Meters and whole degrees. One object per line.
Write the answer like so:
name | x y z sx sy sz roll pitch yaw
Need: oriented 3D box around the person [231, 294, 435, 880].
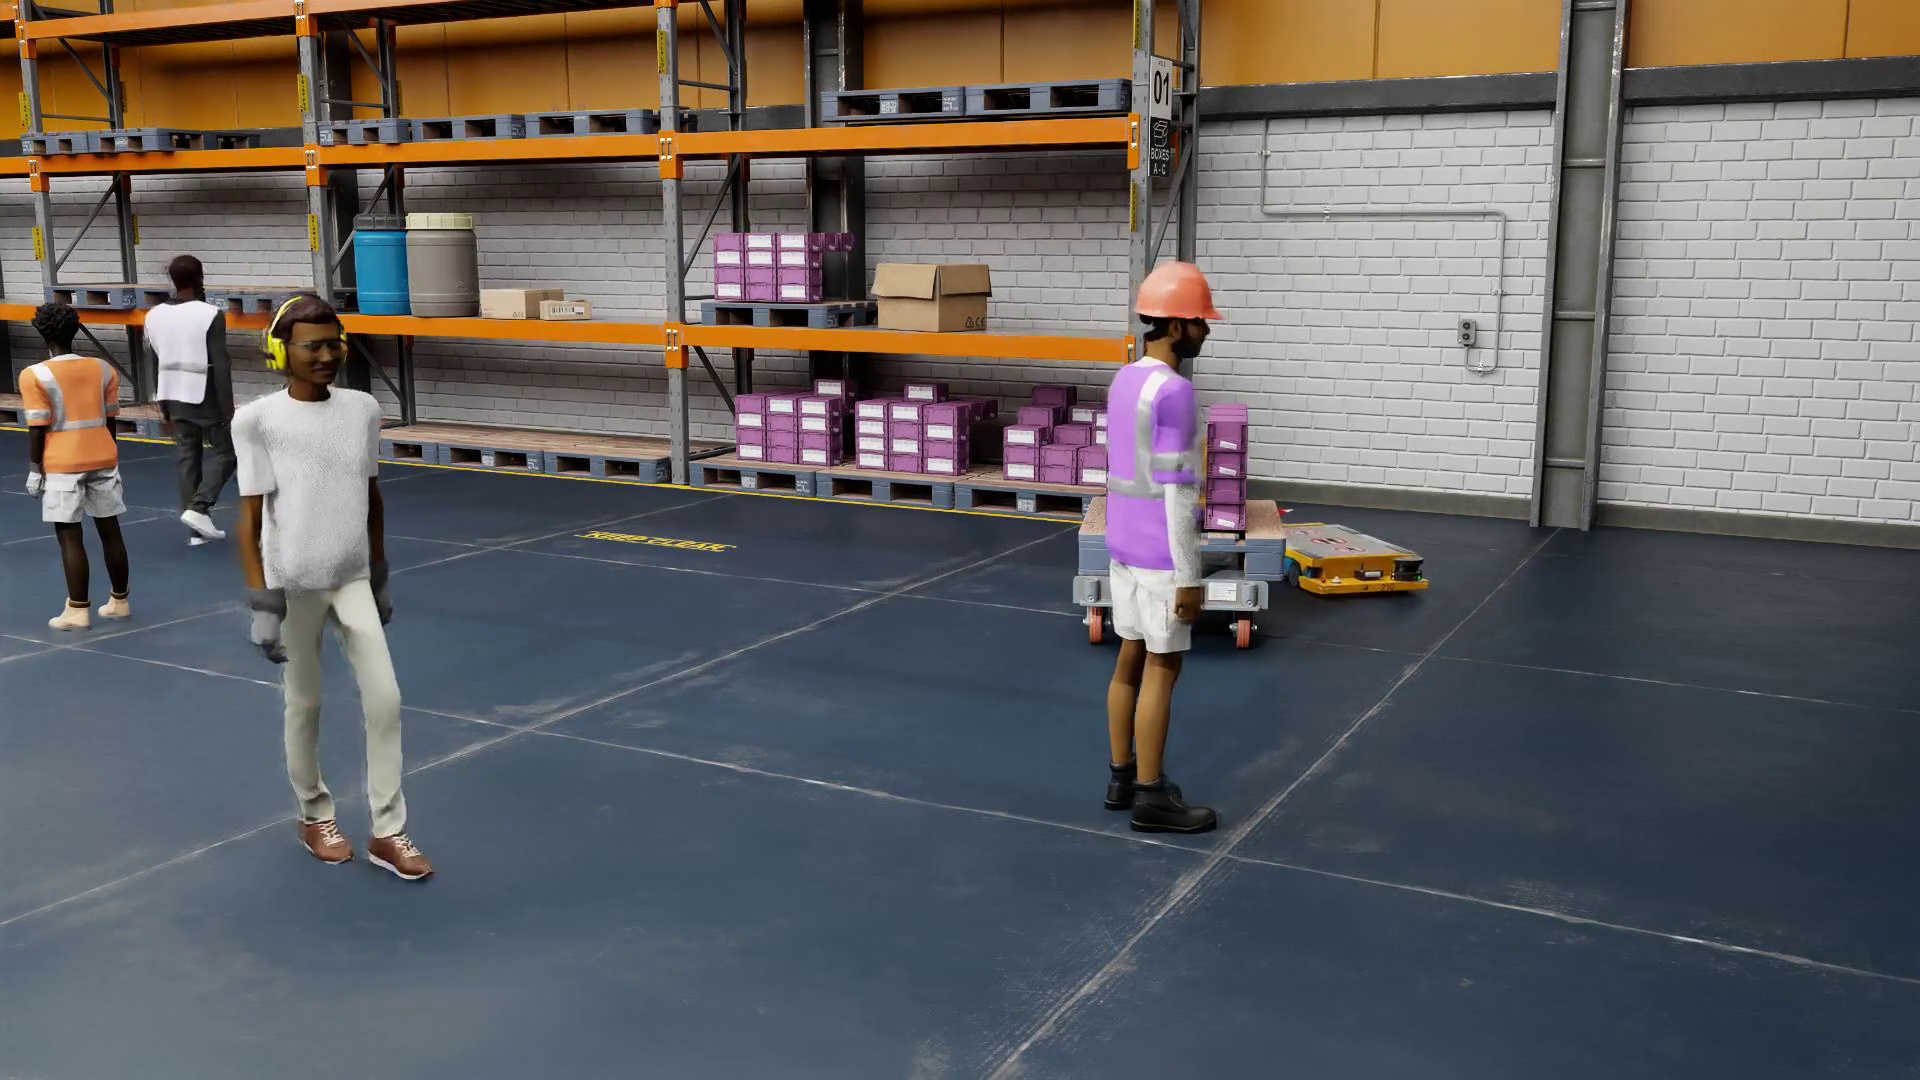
person | -1.951 0.167 5.191 0.780 1.838 0.543 10 14 43

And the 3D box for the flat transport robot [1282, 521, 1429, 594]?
flat transport robot | 2.161 0.085 9.963 0.652 0.197 1.431 -2 11 -13

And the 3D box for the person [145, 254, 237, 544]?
person | -5.009 -0.907 10.911 0.626 1.905 0.448 3 11 15

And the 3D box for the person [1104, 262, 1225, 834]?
person | 0.694 0.033 5.696 0.385 1.933 0.561 -3 11 -17

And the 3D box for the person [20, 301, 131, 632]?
person | -4.560 -0.376 8.575 0.322 1.696 0.530 5 11 26
